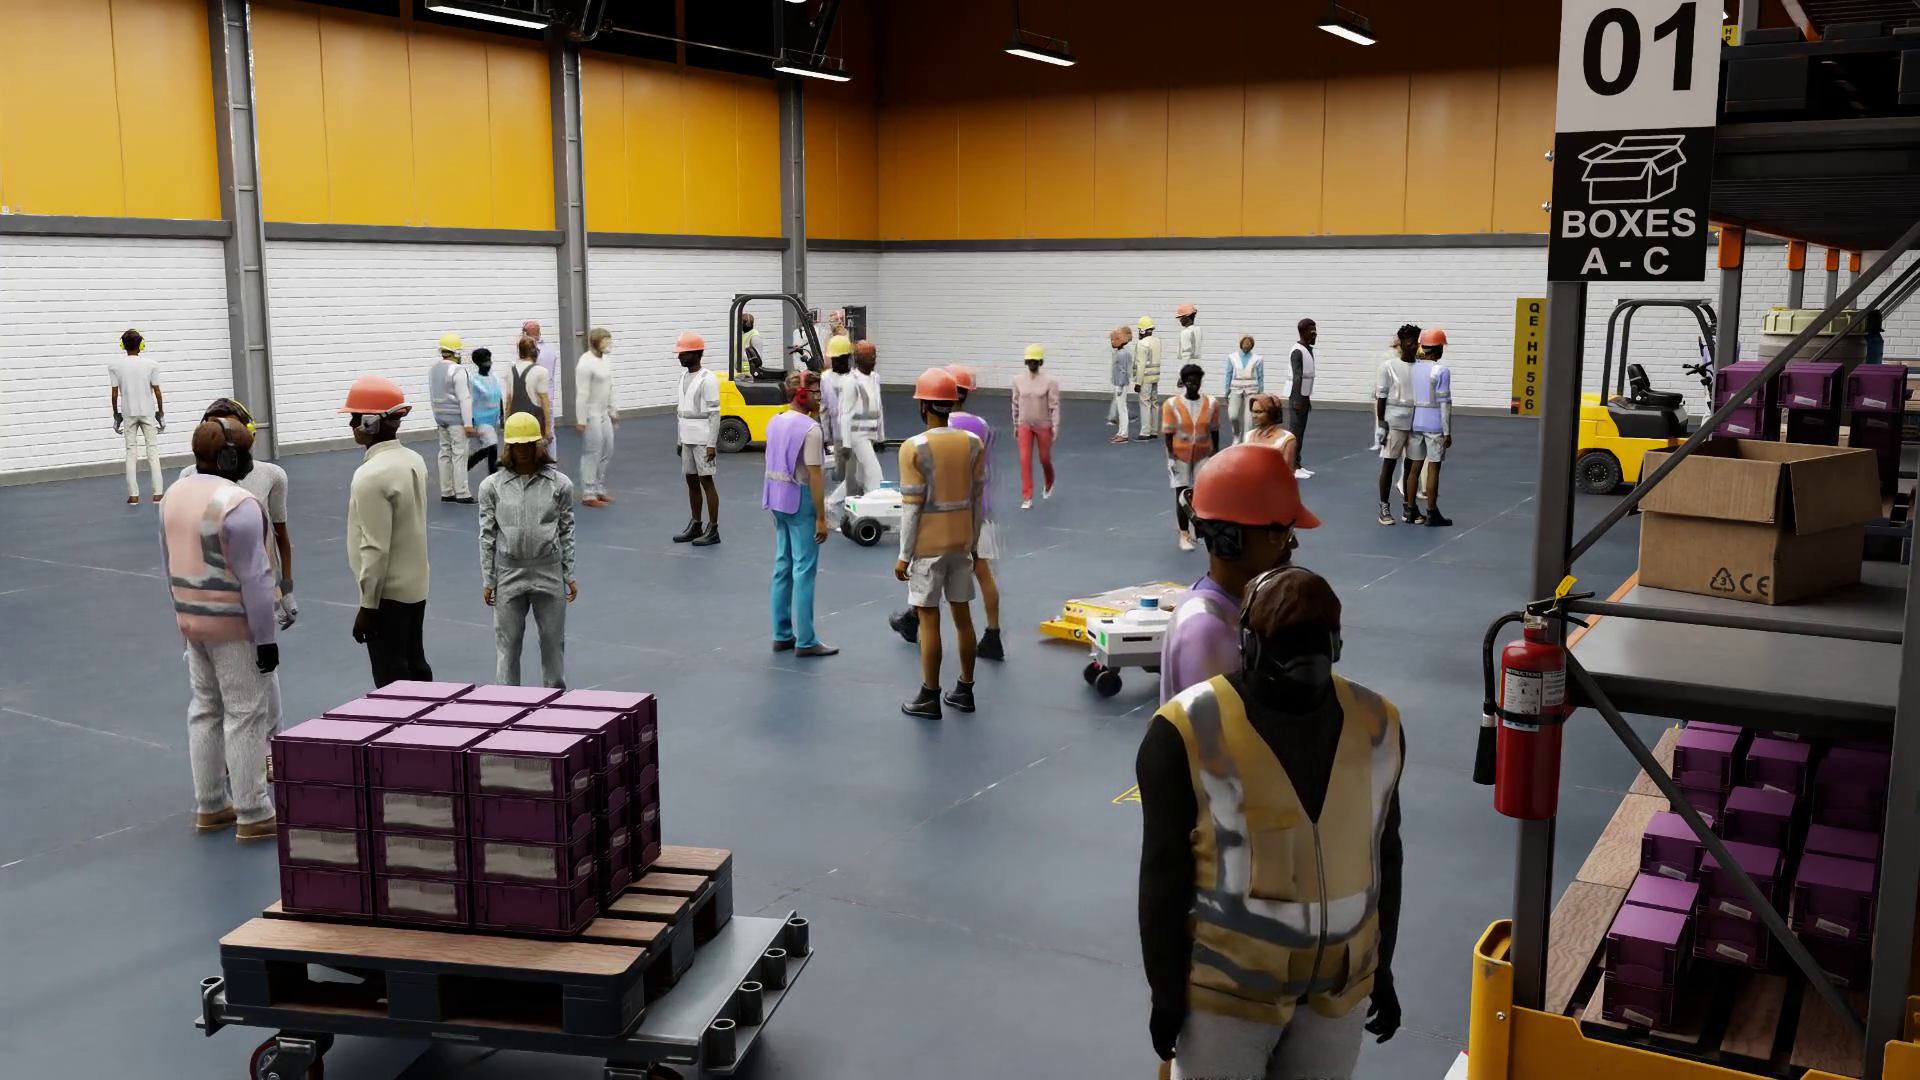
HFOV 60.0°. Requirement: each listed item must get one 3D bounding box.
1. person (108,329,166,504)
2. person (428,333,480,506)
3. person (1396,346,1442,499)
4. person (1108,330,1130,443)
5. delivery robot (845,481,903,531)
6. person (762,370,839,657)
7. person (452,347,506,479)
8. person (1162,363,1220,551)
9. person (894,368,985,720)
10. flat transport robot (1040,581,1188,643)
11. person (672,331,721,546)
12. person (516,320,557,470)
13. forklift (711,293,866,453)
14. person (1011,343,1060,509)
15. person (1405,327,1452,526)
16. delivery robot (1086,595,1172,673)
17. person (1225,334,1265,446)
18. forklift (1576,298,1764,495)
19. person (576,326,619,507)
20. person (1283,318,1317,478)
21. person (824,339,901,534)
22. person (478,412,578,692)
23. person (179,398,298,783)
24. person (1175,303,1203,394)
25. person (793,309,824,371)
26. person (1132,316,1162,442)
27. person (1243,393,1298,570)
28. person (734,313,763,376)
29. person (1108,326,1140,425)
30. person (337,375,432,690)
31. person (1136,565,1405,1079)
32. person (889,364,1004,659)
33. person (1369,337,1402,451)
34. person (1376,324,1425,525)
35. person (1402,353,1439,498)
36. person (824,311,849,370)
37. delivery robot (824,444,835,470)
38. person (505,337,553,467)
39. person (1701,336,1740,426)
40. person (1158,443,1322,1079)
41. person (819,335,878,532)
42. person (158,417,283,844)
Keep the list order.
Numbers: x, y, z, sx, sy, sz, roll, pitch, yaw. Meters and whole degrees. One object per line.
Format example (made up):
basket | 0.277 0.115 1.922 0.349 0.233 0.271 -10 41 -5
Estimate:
person | -8.756 -1.310 17.730 0.513 1.872 0.328 -4 10 -22
person | -5.343 -1.270 17.596 0.600 1.831 0.404 7 12 38
person | 5.016 -1.301 18.072 0.529 1.740 0.402 -7 11 -37
person | 2.321 -2.229 24.201 0.289 1.633 0.501 0 9 2
delivery robot | -0.681 -0.293 15.184 0.707 0.478 0.477 -3 10 -18
person | -1.056 -0.169 10.691 0.384 1.841 0.565 -7 11 -37
person | -5.302 -1.303 18.315 0.768 1.666 0.532 3 10 17
person | 2.037 -0.728 14.696 0.540 1.677 0.373 -1 9 -4
person | -0.124 0.022 9.198 0.543 1.940 0.361 -6 11 -35
flat transport robot | 1.260 0.494 11.445 0.652 0.197 1.431 8 12 42
person | -2.400 -0.911 15.030 0.375 1.935 0.550 -8 12 -43
person | -5.023 -1.632 19.634 0.399 1.905 0.642 3 10 18
forklift | -2.458 -2.344 23.176 2.313 2.155 1.214 0 9 -2
person | 0.821 -1.222 17.591 0.531 1.740 0.753 3 9 15
person | 4.580 -1.102 16.206 0.350 1.942 0.545 -5 11 -31
delivery robot | 1.110 0.571 9.789 0.707 0.478 0.477 -2 9 -11
person | 3.914 -2.016 22.857 0.543 1.624 0.376 2 9 13
forklift | 7.954 -1.589 18.462 2.313 2.155 1.214 5 11 30
person | -3.836 -1.289 17.523 0.414 1.925 0.647 1 9 6
person | 4.113 -1.713 20.095 0.397 1.919 0.590 4 10 23
person | -0.946 -0.982 15.765 0.896 1.847 0.605 3 10 20
person | -2.247 0.202 8.688 0.494 1.743 0.305 -3 10 -18
person | -3.457 0.253 7.975 0.516 1.873 0.329 -3 10 -17
person | 3.295 -2.420 24.145 0.384 2.035 0.605 4 10 26
person | -2.533 -2.947 27.947 0.605 1.867 0.487 -6 11 -35
person | 2.717 -2.345 24.299 0.404 1.834 0.591 6 11 35
person | 2.162 -0.217 11.655 0.318 1.629 0.519 -7 11 -37
person | -3.301 -2.595 25.839 0.429 1.842 0.636 -5 11 -30
person | 2.682 -2.674 27.101 0.870 1.588 0.495 -7 11 -37
person | -2.641 0.237 7.686 0.382 1.995 0.612 0 9 1
person | 0.691 0.963 3.631 0.624 1.845 0.430 -2 9 -15
person | -0.054 -0.194 10.776 0.550 1.863 1.060 -8 12 -41
person | 5.969 -2.036 23.077 0.639 1.612 0.322 -3 10 -20
person | 4.365 -1.124 16.318 0.603 1.951 0.368 -2 9 -14
person | 5.049 -1.271 18.219 0.503 1.632 0.271 9 12 43
person | -1.802 -2.424 24.587 0.404 1.903 0.636 -8 12 -41
delivery robot | -1.730 -0.977 19.452 0.477 0.478 0.707 6 11 33
person | -4.445 -1.156 16.990 0.533 1.808 0.626 3 10 20
person | 9.926 -1.976 21.697 0.375 1.933 0.627 -2 9 -13
person | 0.685 0.771 4.202 0.396 2.042 0.611 2 9 13
person | -1.029 -1.039 16.025 0.603 1.889 0.779 5 11 31
person | -3.160 0.389 7.217 0.633 1.841 0.429 6 11 33
